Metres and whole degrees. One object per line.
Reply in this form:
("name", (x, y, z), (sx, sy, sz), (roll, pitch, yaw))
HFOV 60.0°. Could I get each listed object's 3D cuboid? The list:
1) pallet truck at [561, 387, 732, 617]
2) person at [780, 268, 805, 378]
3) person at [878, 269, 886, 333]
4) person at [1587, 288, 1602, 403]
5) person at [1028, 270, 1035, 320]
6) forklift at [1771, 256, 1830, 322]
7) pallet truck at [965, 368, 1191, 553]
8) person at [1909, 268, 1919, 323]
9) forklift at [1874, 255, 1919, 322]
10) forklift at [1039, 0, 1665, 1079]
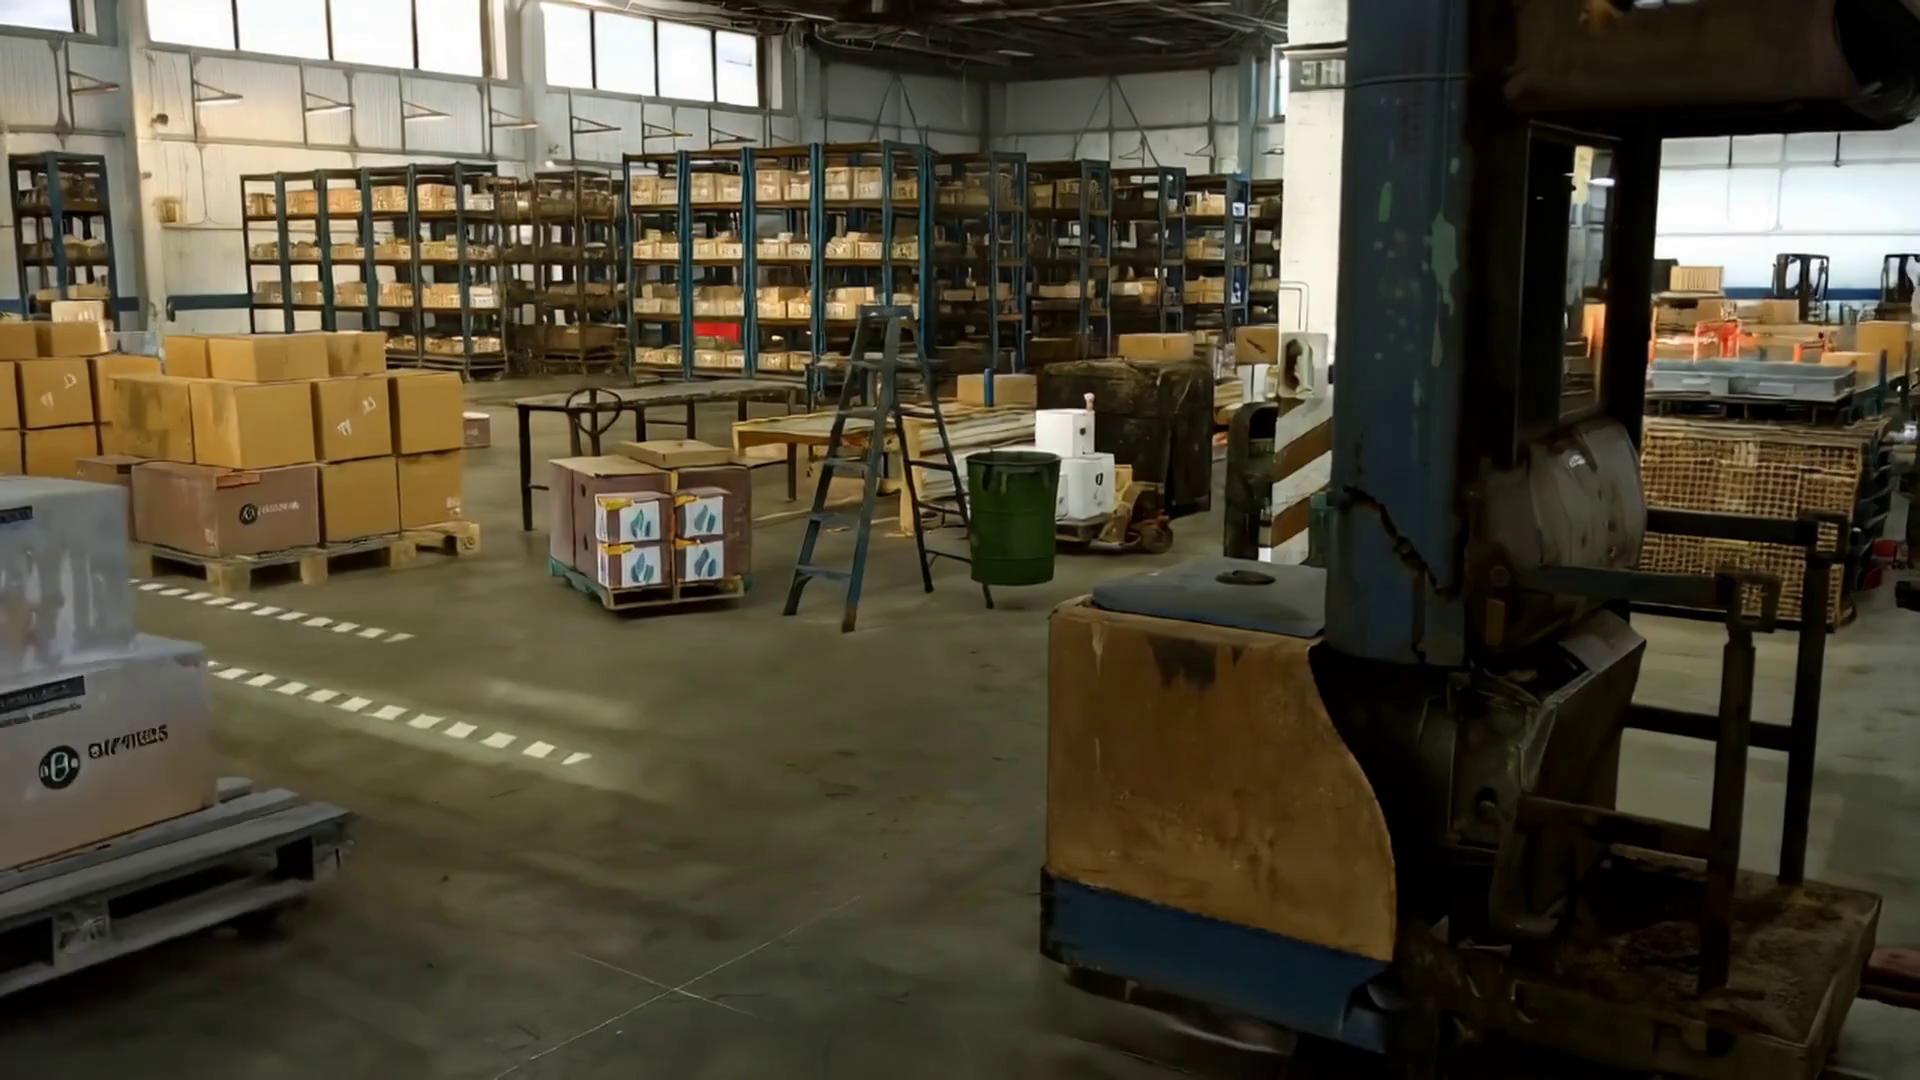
("pallet truck", (-1.981, -0.274, 10.088), (0.680, 1.201, 1.601), (-5, 11, -28))
("person", (-2.973, -3.730, 28.681), (0.948, 1.906, 0.616), (5, 11, 26))
("person", (-1.717, -5.078, 36.898), (0.403, 1.834, 0.589), (6, 11, 30))
("person", (9.099, -2.776, 23.410), (0.522, 1.761, 0.327), (5, 11, 26))
("person", (1.688, -5.291, 38.236), (0.782, 1.819, 0.571), (-7, 12, -37))
("forklift", (20.253, -5.854, 40.139), (1.157, 1.987, 2.680), (7, 12, 35))
("pallet truck", (0.845, -0.609, 11.869), (1.630, 1.274, 0.653), (7, 12, 35))
("person", (18.472, -4.285, 32.020), (0.436, 1.892, 0.653), (0, 10, 0))
("forklift", (22.089, -5.634, 38.796), (1.157, 1.987, 2.680), (6, 11, 33))
("forklift", (1.249, -0.137, 4.360), (1.873, 2.768, 1.129), (7, 12, 35))
